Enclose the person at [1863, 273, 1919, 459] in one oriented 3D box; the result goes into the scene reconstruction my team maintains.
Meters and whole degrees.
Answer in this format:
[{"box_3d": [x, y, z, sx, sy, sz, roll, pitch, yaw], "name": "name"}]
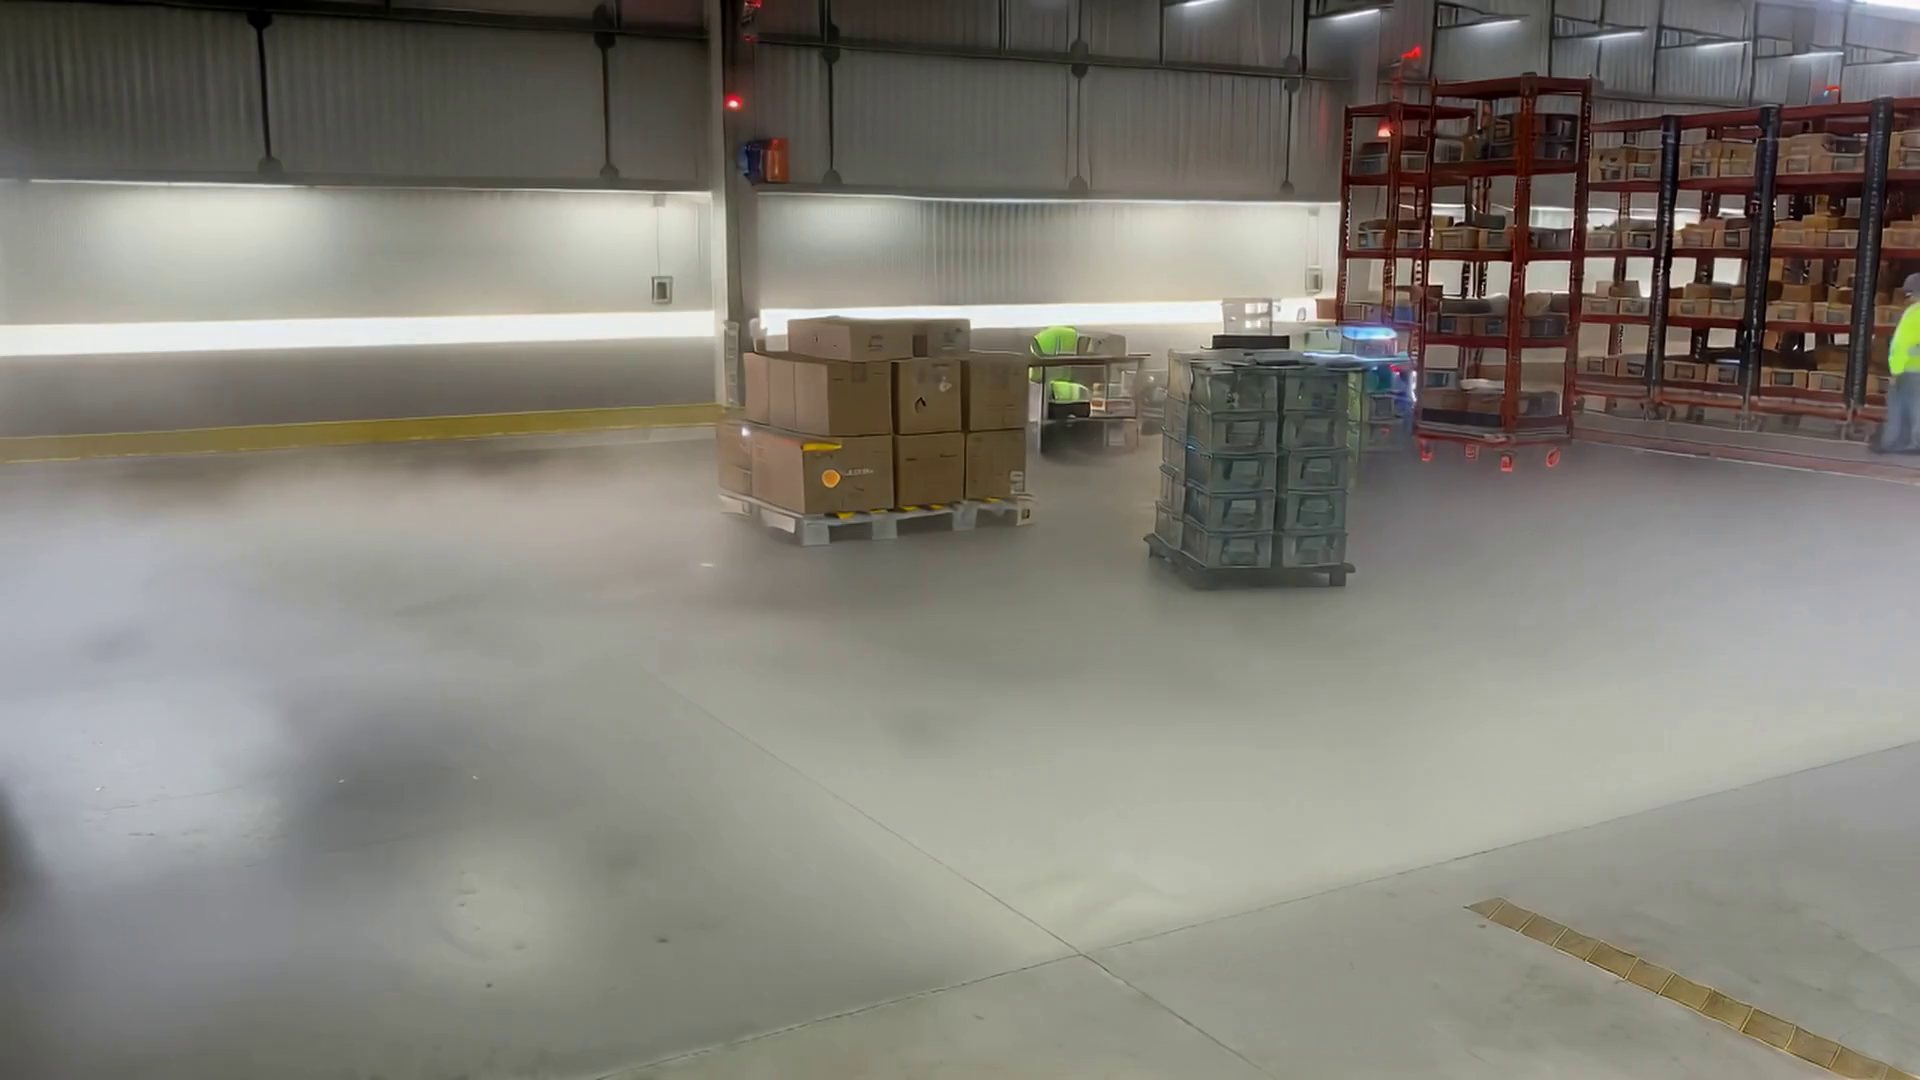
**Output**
[{"box_3d": [9.256, -1.718, 16.415, 0.621, 1.809, 0.732, -10, 14, -44], "name": "person"}]
